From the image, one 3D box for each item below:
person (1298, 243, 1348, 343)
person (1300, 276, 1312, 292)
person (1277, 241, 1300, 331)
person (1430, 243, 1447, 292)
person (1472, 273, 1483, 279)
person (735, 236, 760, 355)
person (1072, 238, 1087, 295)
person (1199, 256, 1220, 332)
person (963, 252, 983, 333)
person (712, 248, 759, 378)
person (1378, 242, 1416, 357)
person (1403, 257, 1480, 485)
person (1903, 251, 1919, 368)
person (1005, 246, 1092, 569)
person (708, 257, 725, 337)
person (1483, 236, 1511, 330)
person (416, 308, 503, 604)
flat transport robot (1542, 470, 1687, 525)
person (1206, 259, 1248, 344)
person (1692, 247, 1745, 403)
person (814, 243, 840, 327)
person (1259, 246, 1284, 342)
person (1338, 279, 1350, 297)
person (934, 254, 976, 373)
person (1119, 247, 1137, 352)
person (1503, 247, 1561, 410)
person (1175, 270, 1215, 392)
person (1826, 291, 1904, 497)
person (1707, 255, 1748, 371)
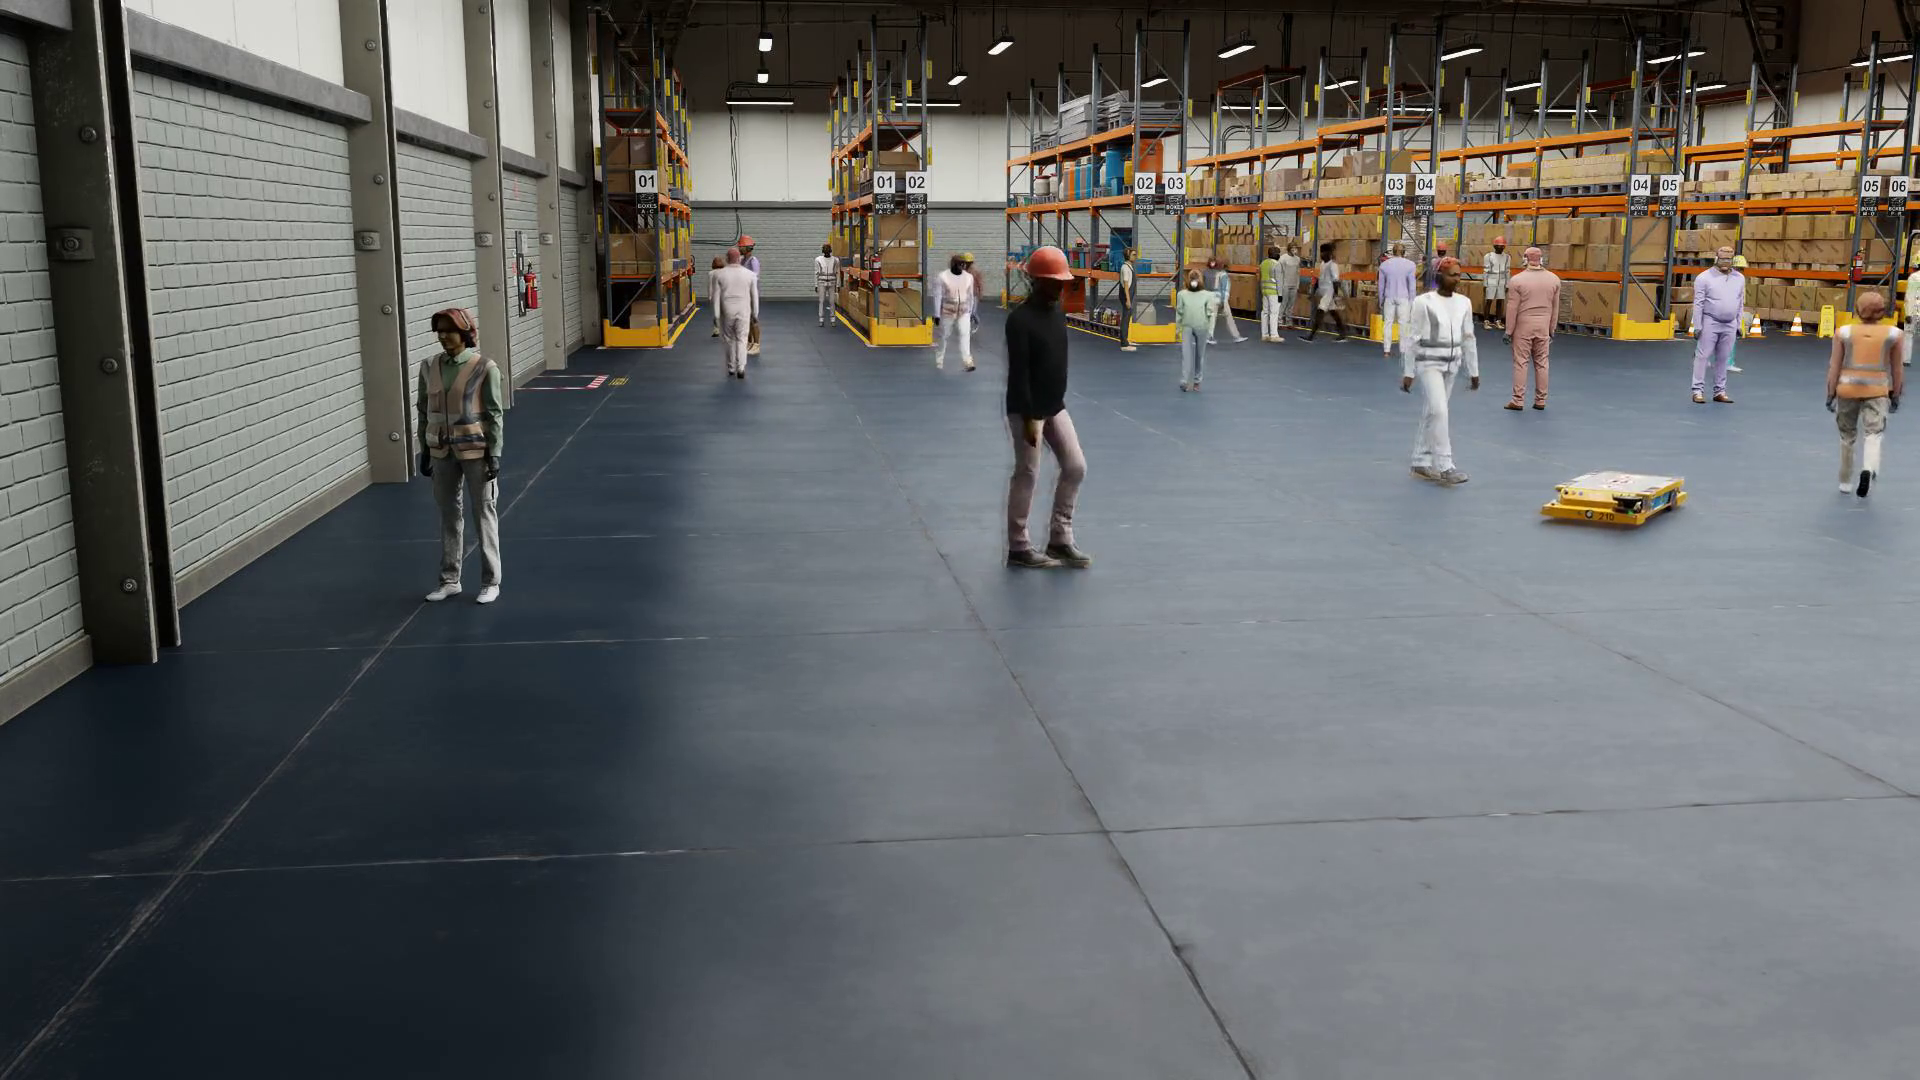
[{"bbox_3d":[7.041,-4.731,31.918,1.043,1.912,0.611,-1,10,-4],"label":"person"},{"bbox_3d":[8.975,-6.687,43.373,0.540,1.616,0.947,1,10,6],"label":"person"},{"bbox_3d":[7.110,-5.486,35.984,0.632,1.931,0.375,-8,13,-37],"label":"person"},{"bbox_3d":[10.456,-5.524,36.315,0.564,1.888,0.989,1,10,5],"label":"person"},{"bbox_3d":[15.740,-8.080,50.220,0.417,1.914,0.632,-5,11,-24],"label":"person"},{"bbox_3d":[-3.660,-4.203,28.630,0.376,2.043,0.609,-6,12,-30],"label":"person"},{"bbox_3d":[3.541,-7.998,49.587,0.615,1.990,0.401,-2,11,-12],"label":"person"},{"bbox_3d":[5.400,-5.296,35.750,0.521,1.620,0.383,1,10,7],"label":"person"},{"bbox_3d":[0.217,-4.956,33.644,0.529,1.731,0.685,2,11,12],"label":"person"},{"bbox_3d":[-3.250,-3.285,24.115,0.666,1.865,1.007,-2,10,-8],"label":"person"},{"bbox_3d":[7.368,-4.049,28.077,0.629,1.937,0.378,5,12,27],"label":"person"},{"bbox_3d":[4.018,-1.370,13.606,0.612,1.852,0.854,-5,11,-26],"label":"person"},{"bbox_3d":[14.803,-3.519,25.536,0.605,1.812,0.700,-4,11,-23],"label":"person"},{"bbox_3d":[0.553,-0.778,10.056,0.679,1.966,0.637,7,13,34],"label":"person"},{"bbox_3d":[-4.872,-4.911,33.661,0.493,1.624,0.280,-9,13,-40],"label":"person"},{"bbox_3d":[11.692,-5.579,36.205,0.606,2.035,0.405,-1,10,-7],"label":"person"},{"bbox_3d":[-2.766,-0.463,9.231,0.514,1.641,0.309,3,11,14],"label":"person"},{"bbox_3d":[4.840,-0.327,12.242,0.652,0.197,1.431,8,13,35],"label":"flat transport robot"},{"bbox_3d":[5.033,-4.504,31.474,0.844,1.594,0.532,-1,10,-7],"label":"person"},{"bbox_3d":[9.282,-2.619,20.327,0.644,1.904,0.399,-1,10,-6],"label":"person"},{"bbox_3d":[-3.007,-5.771,37.663,0.584,1.882,0.347,-1,10,-7],"label":"person"},{"bbox_3d":[6.082,-4.778,32.337,0.429,1.843,0.631,-5,11,-26],"label":"person"},{"bbox_3d":[9.876,-6.689,43.105,0.515,1.725,0.505,-1,10,-5],"label":"person"},{"bbox_3d":[-0.087,-3.415,25.097,0.639,1.771,1.084,-3,11,-16],"label":"person"},{"bbox_3d":[2.991,-4.272,29.552,0.345,1.846,0.508,1,10,7],"label":"person"},{"bbox_3d":[6.675,-2.464,19.490,0.638,1.903,0.408,-2,10,-9],"label":"person"},{"bbox_3d":[3.054,-2.718,21.701,0.523,1.585,0.825,2,11,13],"label":"person"},{"bbox_3d":[7.042,-1.125,12.960,0.527,1.610,0.684,5,12,26],"label":"person"},{"bbox_3d":[11.640,-3.429,25.194,0.534,1.755,0.512,-7,13,-34],"label":"person"}]
